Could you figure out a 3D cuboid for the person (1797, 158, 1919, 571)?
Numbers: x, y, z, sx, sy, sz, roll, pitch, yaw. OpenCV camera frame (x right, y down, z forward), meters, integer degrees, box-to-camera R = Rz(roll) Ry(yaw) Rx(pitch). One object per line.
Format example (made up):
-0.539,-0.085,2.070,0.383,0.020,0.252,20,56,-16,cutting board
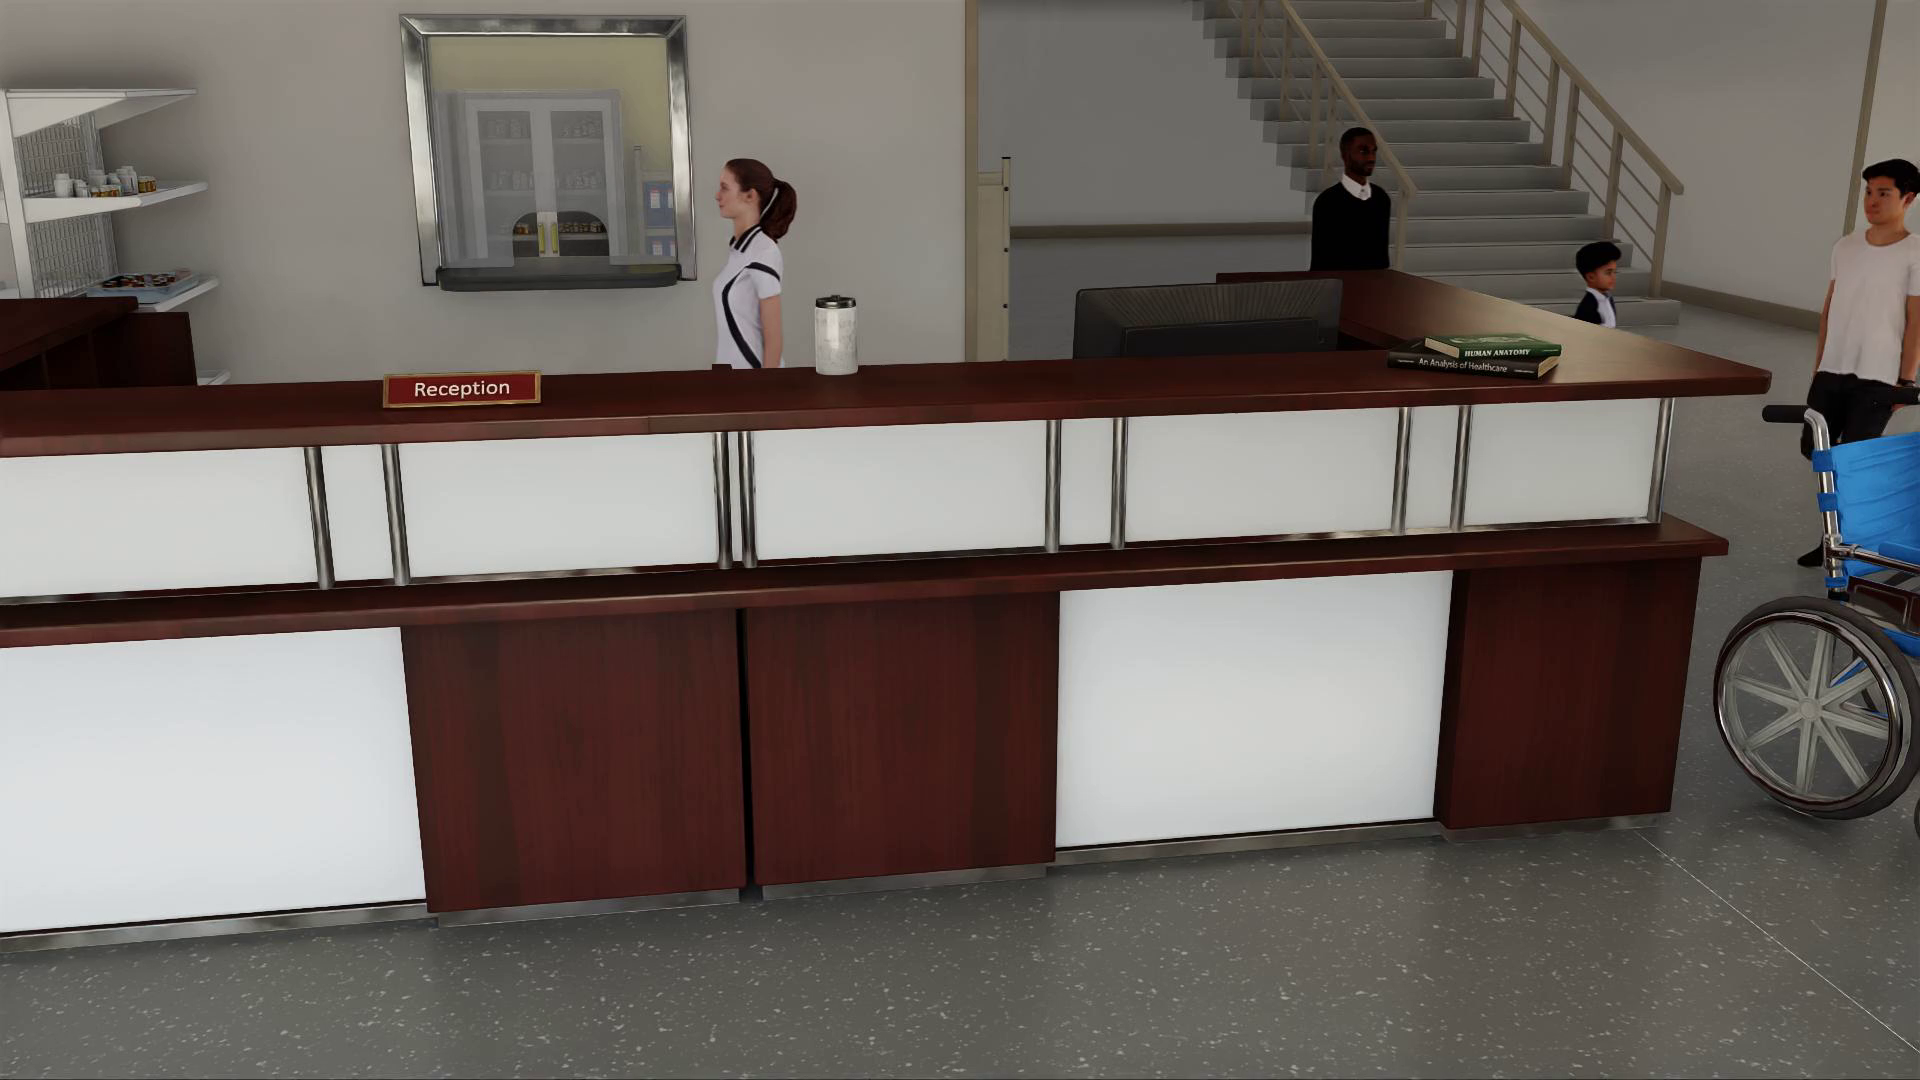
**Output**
3.843,-0.726,6.980,0.803,1.710,0.813,-7,17,-23,person

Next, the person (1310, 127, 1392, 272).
1.944,-1.170,8.431,0.683,1.808,0.654,-9,18,-28,person

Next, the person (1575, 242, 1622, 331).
3.281,-0.950,8.731,0.619,1.221,0.574,13,20,38,person

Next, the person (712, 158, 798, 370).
-0.796,-0.596,6.499,0.674,1.752,0.556,-6,17,-21,person
